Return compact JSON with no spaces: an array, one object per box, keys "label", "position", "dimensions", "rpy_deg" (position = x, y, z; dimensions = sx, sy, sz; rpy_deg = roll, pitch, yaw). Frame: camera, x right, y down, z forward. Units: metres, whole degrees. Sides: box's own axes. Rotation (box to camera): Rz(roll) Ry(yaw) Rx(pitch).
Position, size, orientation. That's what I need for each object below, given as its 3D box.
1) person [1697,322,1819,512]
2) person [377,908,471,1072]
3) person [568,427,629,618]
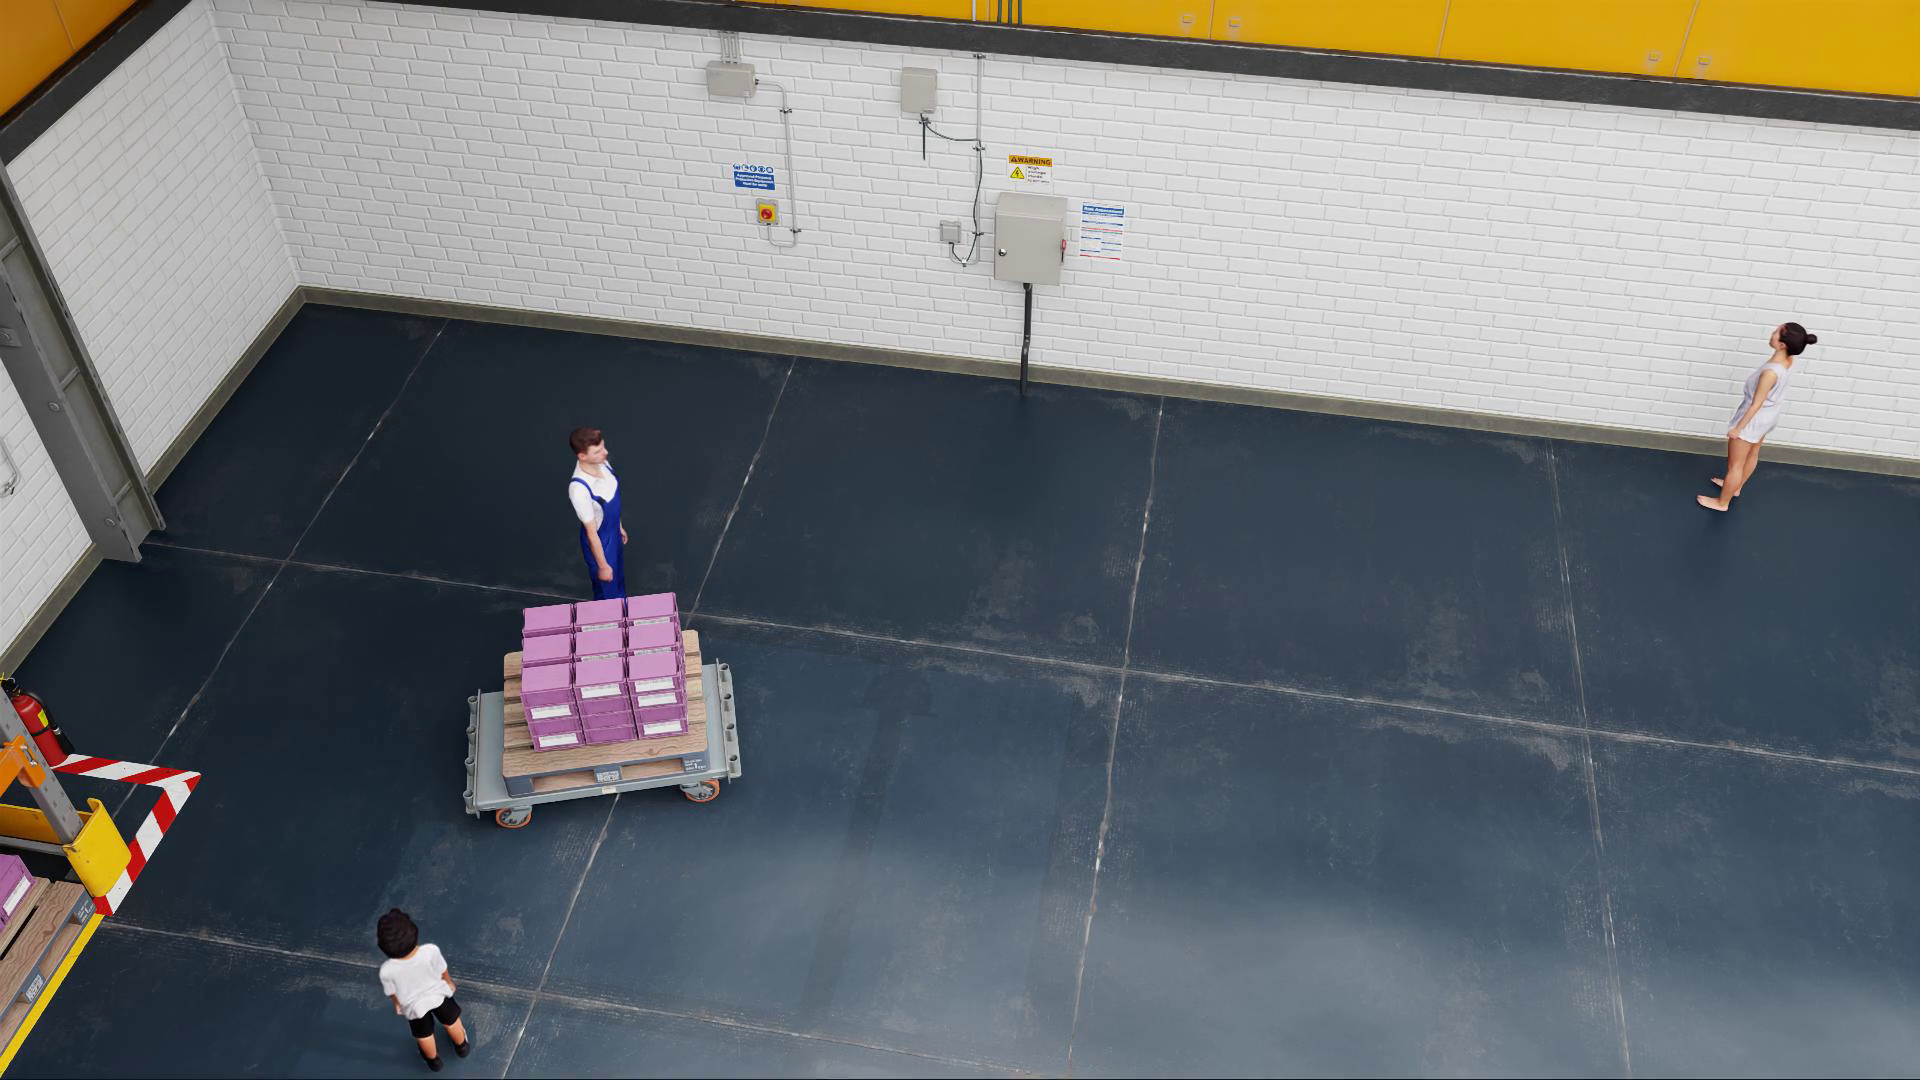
[{"label":"person","position":[5.647,-0.877,11.780],"dimensions":[0.728,1.602,0.649],"rpy_deg":[34,53,31]},{"label":"person","position":[-2.789,2.350,8.643],"dimensions":[0.569,1.256,0.619],"rpy_deg":[-20,47,-19]},{"label":"person","position":[-2.294,-0.005,10.684],"dimensions":[0.696,1.851,0.519],"rpy_deg":[3,44,4]}]
